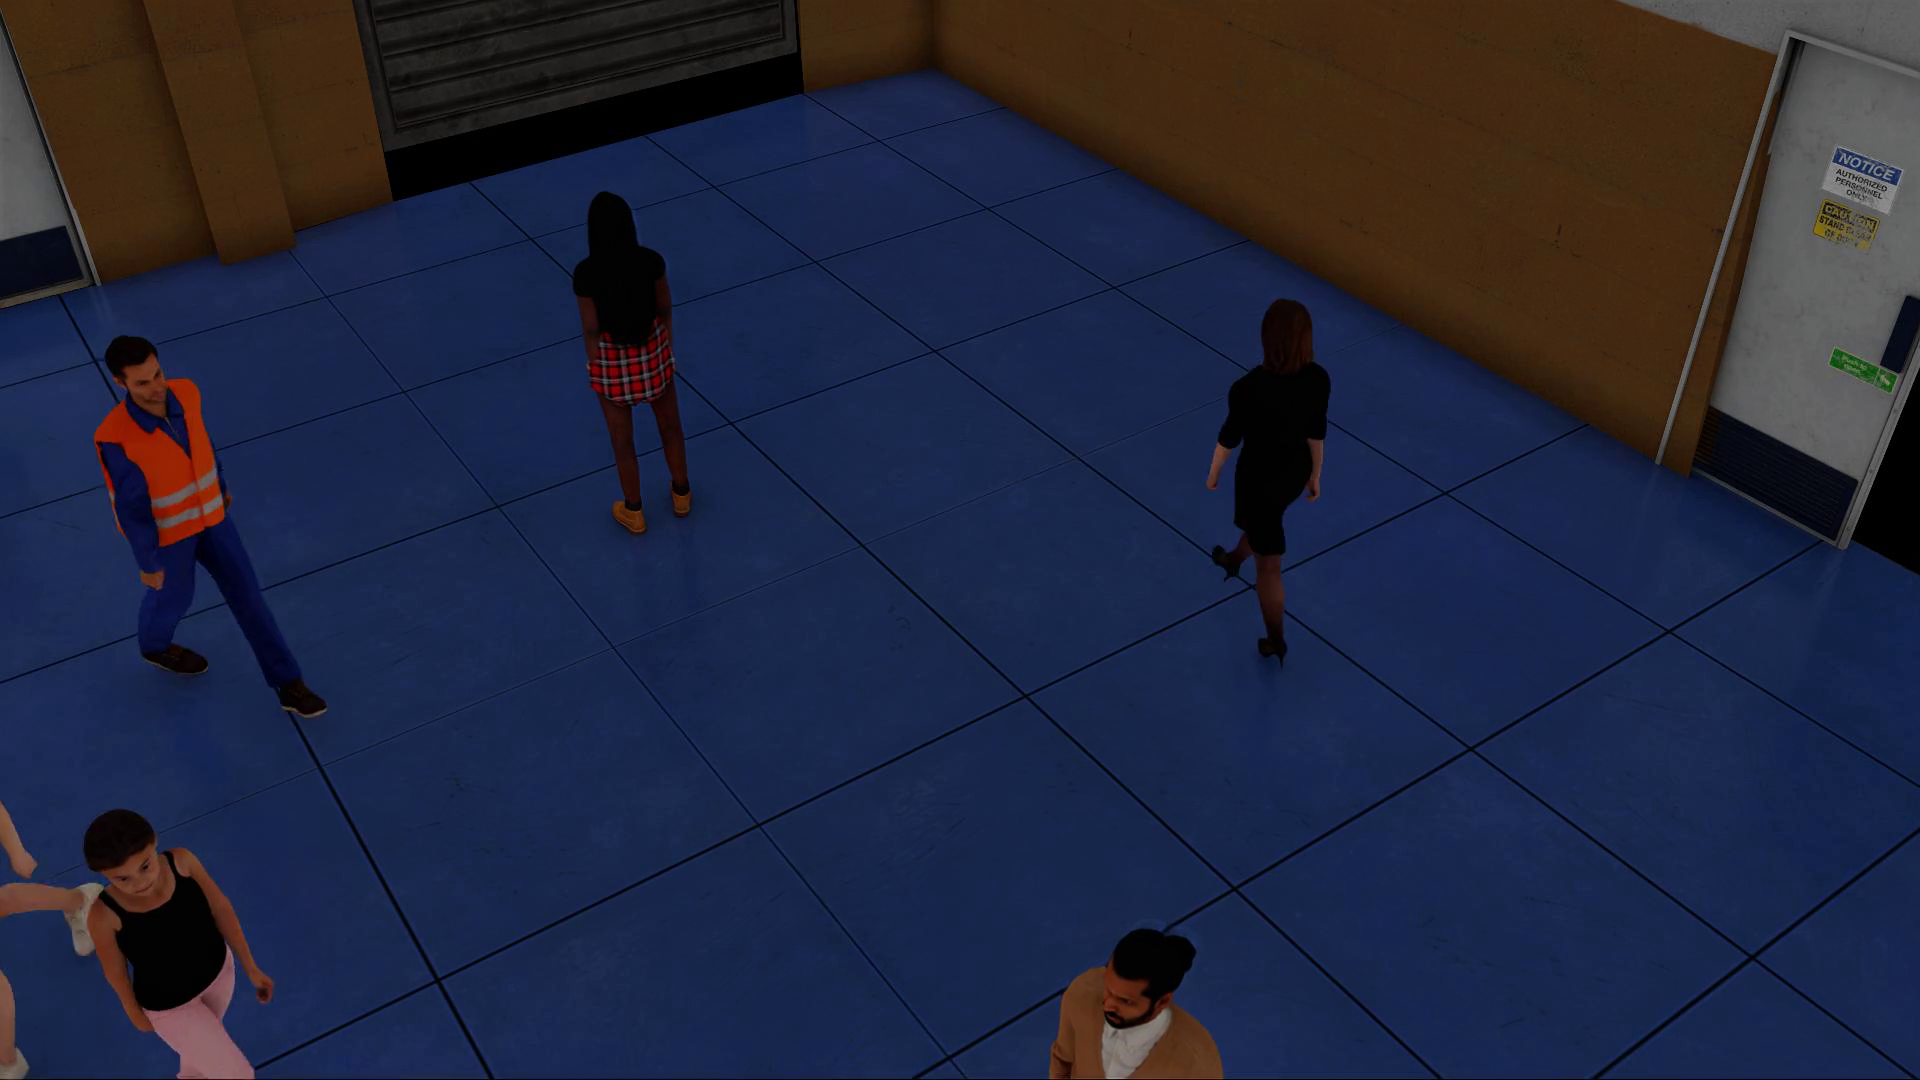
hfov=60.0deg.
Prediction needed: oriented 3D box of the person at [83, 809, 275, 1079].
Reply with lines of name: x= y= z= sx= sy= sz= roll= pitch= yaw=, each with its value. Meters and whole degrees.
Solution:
person: x=-2.405 y=1.347 z=5.096 sx=0.881 sy=1.508 sz=1.021 roll=18 pitch=40 yaw=22

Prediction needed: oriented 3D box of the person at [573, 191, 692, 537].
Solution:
person: x=-1.540 y=-0.820 z=7.801 sx=0.543 sy=1.727 sz=0.680 roll=-20 pitch=41 yaw=-24

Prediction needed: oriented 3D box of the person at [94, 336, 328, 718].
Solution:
person: x=-3.202 y=-0.059 z=6.724 sx=1.221 sy=1.804 sz=1.314 roll=13 pitch=39 yaw=16

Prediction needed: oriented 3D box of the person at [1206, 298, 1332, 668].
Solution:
person: x=1.342 y=-0.172 z=6.970 sx=1.014 sy=1.673 sz=0.837 roll=-12 pitch=38 yaw=-15

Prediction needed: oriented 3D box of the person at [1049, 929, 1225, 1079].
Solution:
person: x=0.453 y=1.652 z=4.486 sx=0.716 sy=1.753 sz=0.658 roll=27 pitch=45 yaw=32
